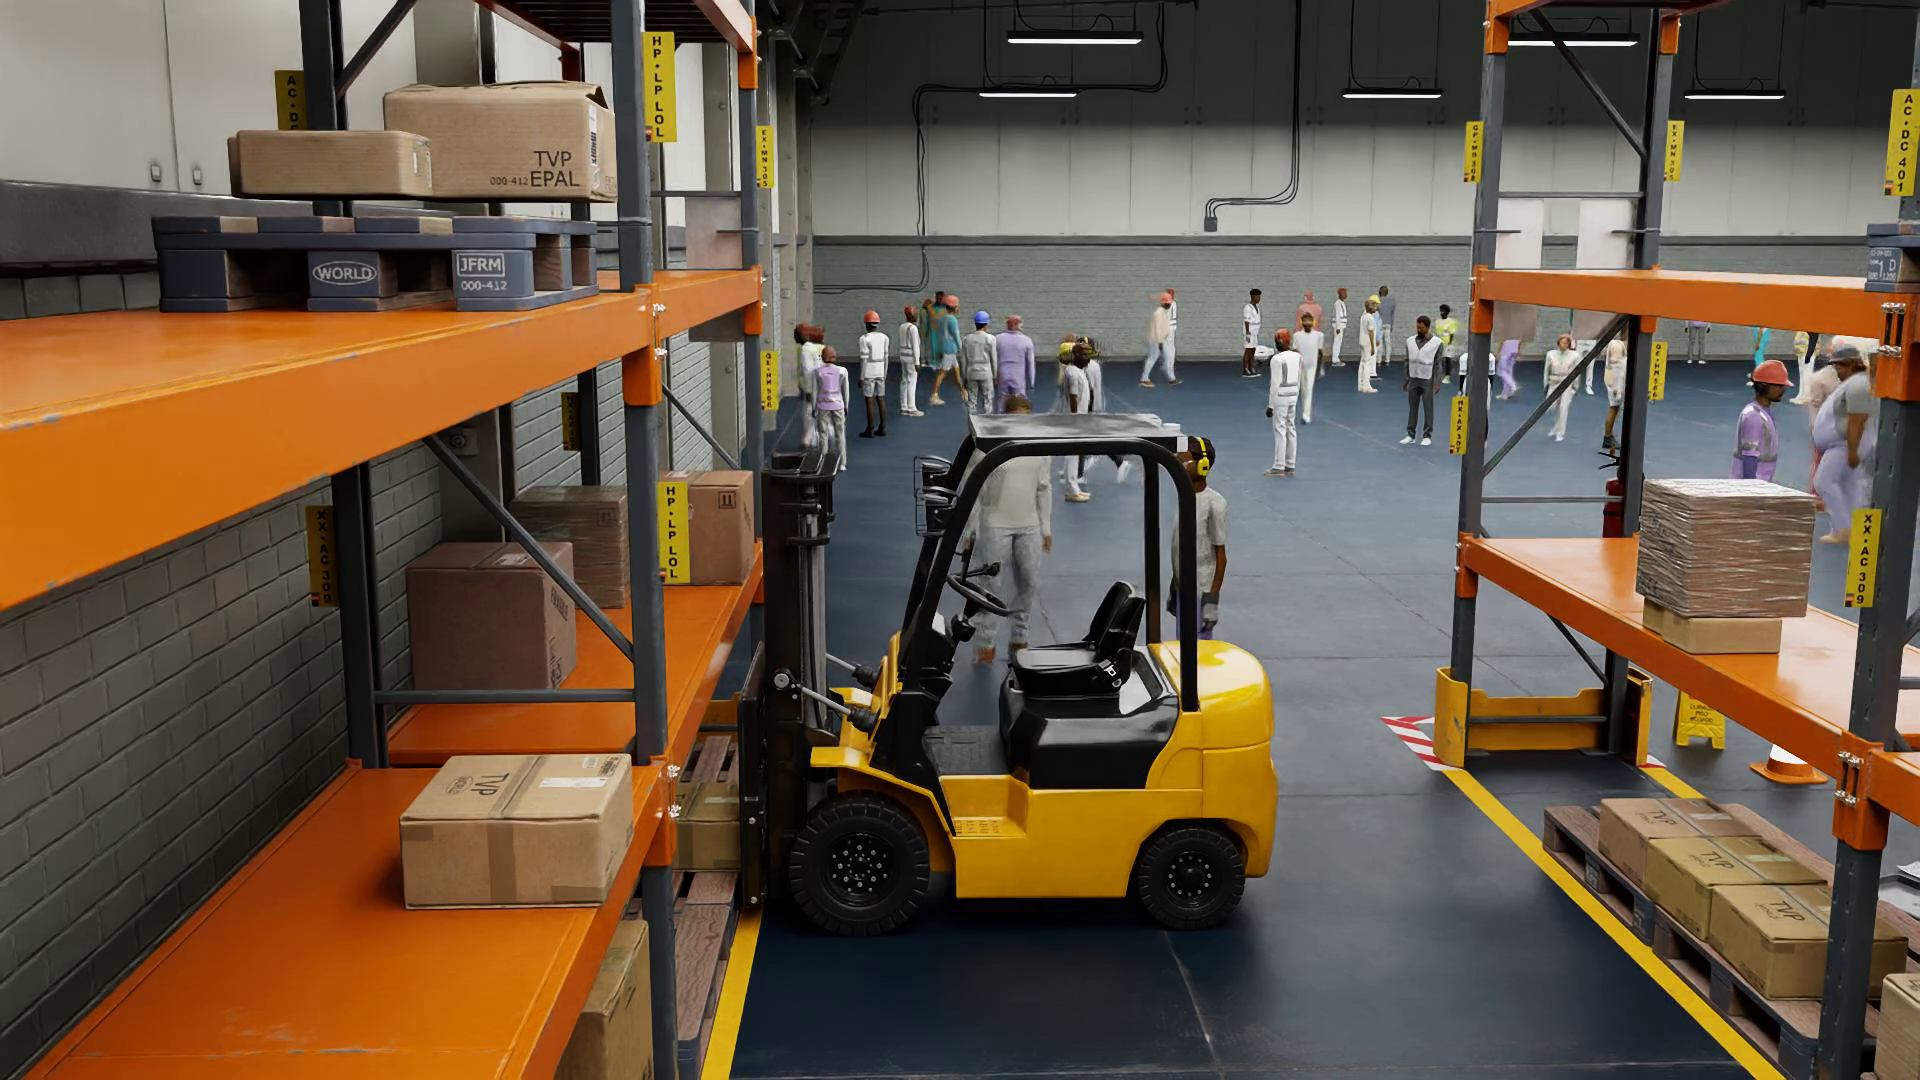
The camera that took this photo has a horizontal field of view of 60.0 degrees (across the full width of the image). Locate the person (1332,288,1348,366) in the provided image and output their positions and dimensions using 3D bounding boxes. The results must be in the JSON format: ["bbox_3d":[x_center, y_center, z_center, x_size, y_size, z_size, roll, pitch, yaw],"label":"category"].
[{"bbox_3d":[9.145,-5.126,40.053,0.337,1.882,0.584,4,11,21],"label":"person"}]

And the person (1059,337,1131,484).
[{"bbox_3d":[1.670,-1.580,20.443,0.816,1.837,0.542,3,11,16],"label":"person"}]

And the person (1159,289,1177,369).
[{"bbox_3d":[4.887,-4.937,39.002,0.355,1.885,0.574,5,11,24],"label":"person"}]

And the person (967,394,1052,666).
[{"bbox_3d":[0.338,-0.076,11.853,0.689,1.922,0.343,-4,11,-23],"label":"person"}]

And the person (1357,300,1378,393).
[{"bbox_3d":[8.108,-3.844,33.026,0.331,1.842,0.520,-2,10,-9],"label":"person"}]

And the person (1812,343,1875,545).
[{"bbox_3d":[8.687,-0.954,16.374,0.545,2.000,0.697,5,11,26],"label":"person"}]

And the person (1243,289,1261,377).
[{"bbox_3d":[6.484,-4.592,36.892,0.384,1.955,0.609,6,12,31],"label":"person"}]

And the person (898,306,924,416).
[{"bbox_3d":[-0.857,-3.072,28.607,0.339,1.882,0.584,-6,12,-28],"label":"person"}]

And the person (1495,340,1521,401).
[{"bbox_3d":[10.307,-3.510,31.185,0.542,1.834,0.533,-5,11,-27],"label":"person"}]

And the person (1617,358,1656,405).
[{"bbox_3d":[9.665,-2.050,23.717,0.523,1.604,0.709,-2,10,-12],"label":"person"}]

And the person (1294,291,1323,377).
[{"bbox_3d":[7.694,-4.554,36.834,0.655,1.901,0.407,-4,11,-22],"label":"person"}]

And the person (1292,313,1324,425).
[{"bbox_3d":[5.669,-2.798,27.255,0.551,1.818,0.998,4,11,21],"label":"person"}]

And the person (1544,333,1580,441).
[{"bbox_3d":[9.038,-2.294,25.025,0.517,1.623,0.356,6,12,29],"label":"person"}]

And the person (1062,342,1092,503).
[{"bbox_3d":[1.356,-1.359,19.189,0.349,1.842,0.505,2,10,10],"label":"person"}]

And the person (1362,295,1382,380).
[{"bbox_3d":[8.971,-4.405,36.177,0.403,1.833,0.591,-3,11,-17],"label":"person"}]

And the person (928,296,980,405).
[{"bbox_3d":[-0.135,-3.479,30.598,1.057,1.988,0.616,-3,11,-15],"label":"person"}]

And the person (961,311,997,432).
[{"bbox_3d":[0.313,-2.450,24.964,0.602,1.949,0.395,5,11,25],"label":"person"}]

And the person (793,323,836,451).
[{"bbox_3d":[-2.028,-2.163,23.656,0.642,1.853,0.588,0,10,2],"label":"person"}]

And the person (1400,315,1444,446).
[{"bbox_3d":[6.819,-2.352,24.521,0.587,1.913,0.394,9,14,42],"label":"person"}]

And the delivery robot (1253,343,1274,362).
[{"bbox_3d":[7.227,-4.499,40.003,0.707,0.478,0.477,-8,13,-37],"label":"delivery robot"}]

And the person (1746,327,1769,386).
[{"bbox_3d":[16.607,-4.110,34.537,0.353,1.837,0.511,6,12,29],"label":"person"}]

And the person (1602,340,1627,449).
[{"bbox_3d":[9.515,-2.273,24.049,0.385,1.925,0.553,4,11,20],"label":"person"}]

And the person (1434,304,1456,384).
[{"bbox_3d":[10.070,-4.096,34.875,0.708,1.668,0.558,-7,13,-36],"label":"person"}]

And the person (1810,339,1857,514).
[{"bbox_3d":[9.560,-1.219,18.141,0.660,1.937,0.675,-1,10,-6],"label":"person"}]

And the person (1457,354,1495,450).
[{"bbox_3d":[7.413,-2.137,23.916,0.536,1.699,0.321,-1,10,-4],"label":"person"}]

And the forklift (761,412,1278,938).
[{"bbox_3d":[0.291,0.548,7.580,2.313,2.155,1.214,0,10,-2],"label":"forklift"}]

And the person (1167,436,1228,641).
[{"bbox_3d":[1.364,0.319,9.754,0.328,1.873,0.518,-4,11,-21],"label":"person"}]

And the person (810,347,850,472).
[{"bbox_3d":[-1.685,-1.691,21.604,0.511,1.639,0.308,-2,10,-12],"label":"person"}]

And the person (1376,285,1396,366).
[{"bbox_3d":[10.176,-5.154,40.060,0.630,1.940,0.373,-4,11,-21],"label":"person"}]

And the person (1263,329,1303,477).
[{"bbox_3d":[4.124,-1.751,21.249,0.574,1.886,0.356,-10,14,-43],"label":"person"}]

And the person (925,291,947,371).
[{"bbox_3d":[-0.510,-4.885,38.821,0.638,1.859,0.950,2,10,10],"label":"person"}]

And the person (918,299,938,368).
[{"bbox_3d":[-0.764,-4.923,39.620,0.507,1.632,0.264,7,13,36],"label":"person"}]

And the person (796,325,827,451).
[{"bbox_3d":[-2.122,-2.193,23.990,0.578,1.796,0.937,5,11,25],"label":"person"}]

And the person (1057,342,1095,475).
[{"bbox_3d":[1.443,-1.662,21.235,0.483,1.702,0.558,3,11,15],"label":"person"}]

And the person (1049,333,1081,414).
[{"bbox_3d":[1.676,-2.387,25.638,0.857,1.573,0.559,-3,11,-15],"label":"person"}]

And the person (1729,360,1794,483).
[{"bbox_3d":[6.544,-0.457,13.650,0.415,2.036,0.601,6,12,30],"label":"person"}]

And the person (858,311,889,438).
[{"bbox_3d":[-1.350,-2.534,25.464,0.552,1.936,0.358,-10,14,-43],"label":"person"}]

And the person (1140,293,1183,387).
[{"bbox_3d":[4.160,-4.110,34.227,1.002,1.931,0.646,6,12,31],"label":"person"}]

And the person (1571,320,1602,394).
[{"bbox_3d":[12.311,-3.822,32.692,0.587,1.920,0.393,3,11,14],"label":"person"}]

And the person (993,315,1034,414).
[{"bbox_3d":[0.767,-2.411,24.915,0.689,1.897,0.395,1,10,5],"label":"person"}]

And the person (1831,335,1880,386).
[{"bbox_3d":[13.356,-2.486,24.910,0.684,2.000,1.012,8,13,37],"label":"person"}]

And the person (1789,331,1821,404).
[{"bbox_3d":[15.617,-3.426,30.705,0.429,1.843,0.627,3,11,15],"label":"person"}]

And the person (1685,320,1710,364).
[{"bbox_3d":[18.103,-5.278,40.802,0.585,1.919,0.374,6,12,29],"label":"person"}]
